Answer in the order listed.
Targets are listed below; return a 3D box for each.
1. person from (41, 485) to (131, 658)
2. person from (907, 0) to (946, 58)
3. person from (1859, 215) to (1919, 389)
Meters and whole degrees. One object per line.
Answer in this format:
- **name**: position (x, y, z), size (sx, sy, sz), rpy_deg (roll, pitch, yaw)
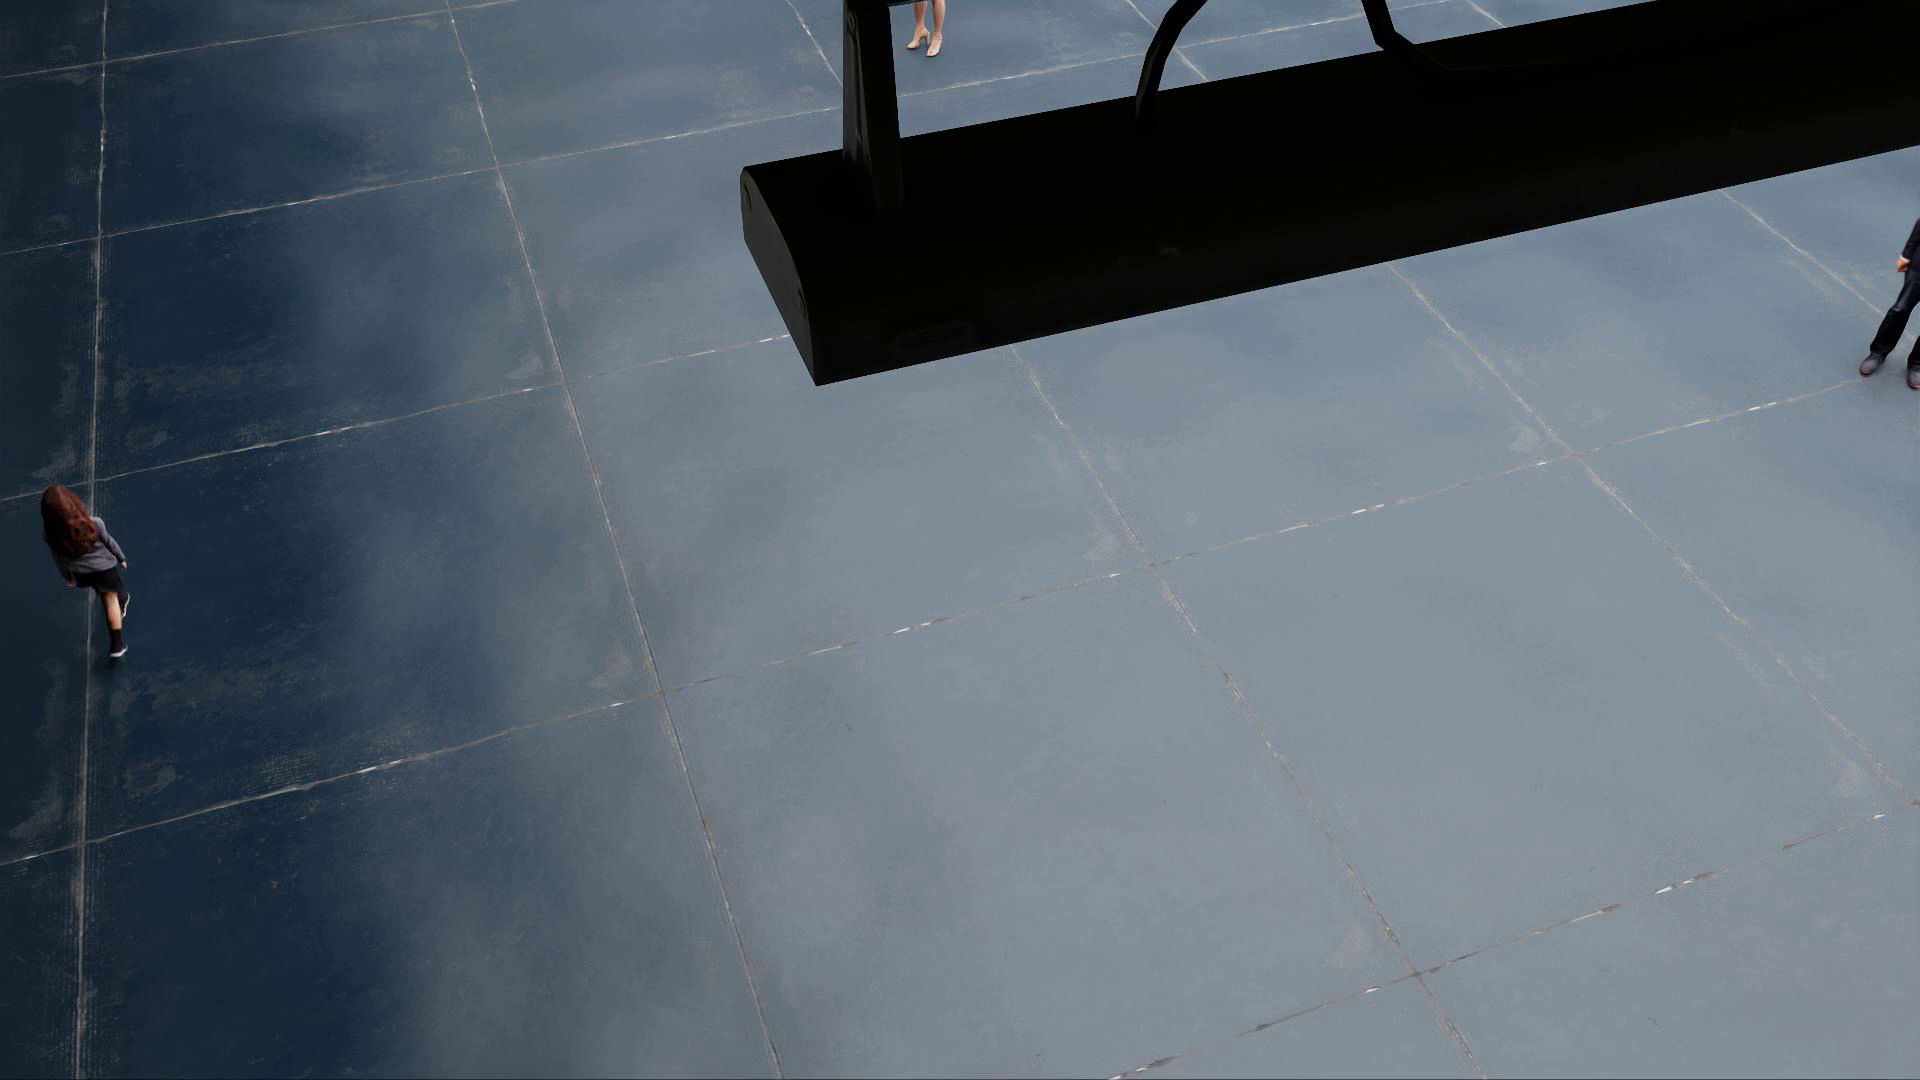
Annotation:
- **person**: position (-4.798, 0.169, 9.179), size (0.537, 1.080, 0.810), rpy_deg (-9, 44, -10)
- **person**: position (-0.289, -5.020, 14.227), size (0.721, 1.775, 0.817), rpy_deg (33, 52, 31)
- **person**: position (6.413, -1.834, 10.785), size (0.744, 1.816, 0.832), rpy_deg (23, 48, 23)
